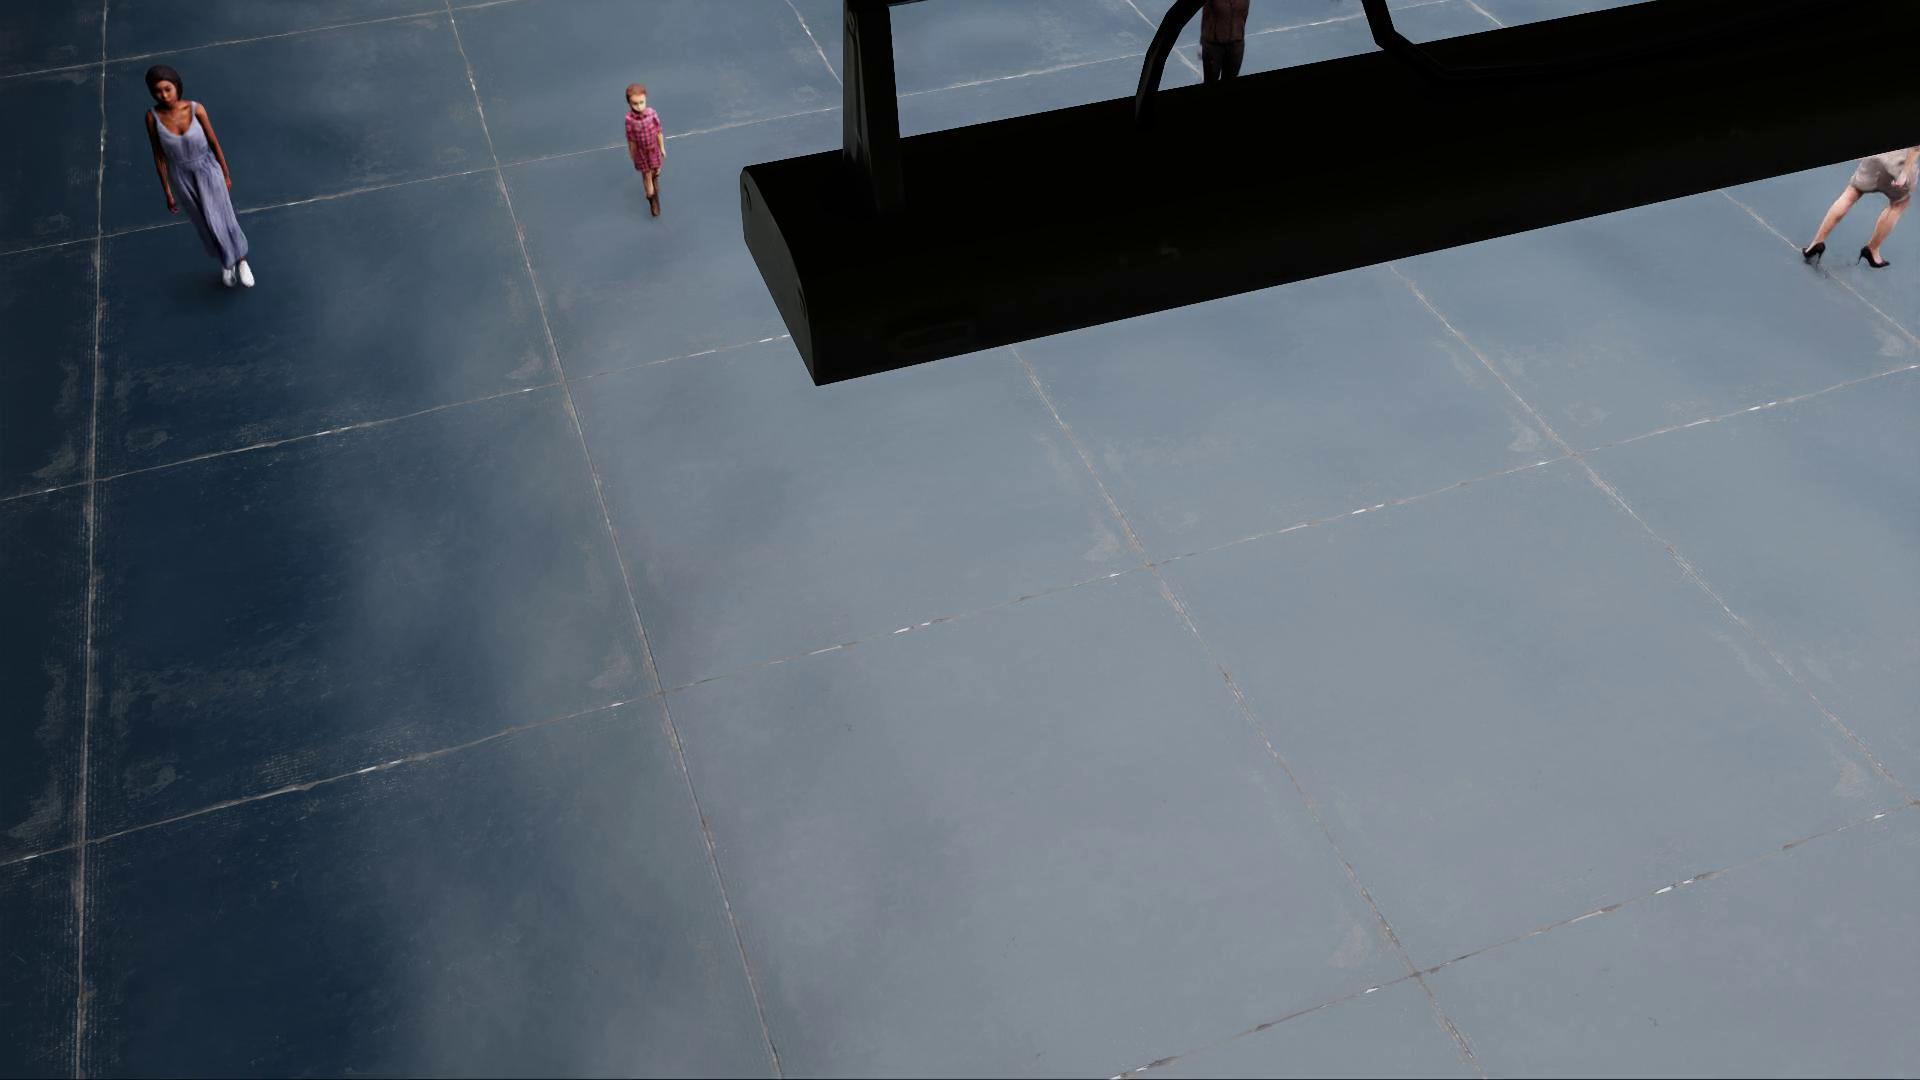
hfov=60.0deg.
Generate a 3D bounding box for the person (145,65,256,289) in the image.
[{"bbox_3d":[-5.344,-2.556,11.655,0.597,1.683,0.701,-11,44,-12],"label":"person"}]

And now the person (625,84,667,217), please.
[{"bbox_3d":[-2.382,-3.016,12.644,0.418,1.007,0.699,-14,45,-15],"label":"person"}]

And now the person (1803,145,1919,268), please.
[{"bbox_3d":[6.523,-2.658,11.745,0.693,1.709,0.703,-16,45,-17],"label":"person"}]

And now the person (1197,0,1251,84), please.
[{"bbox_3d":[2.074,-3.920,13.134,0.655,1.660,0.595,-14,45,-14],"label":"person"}]
